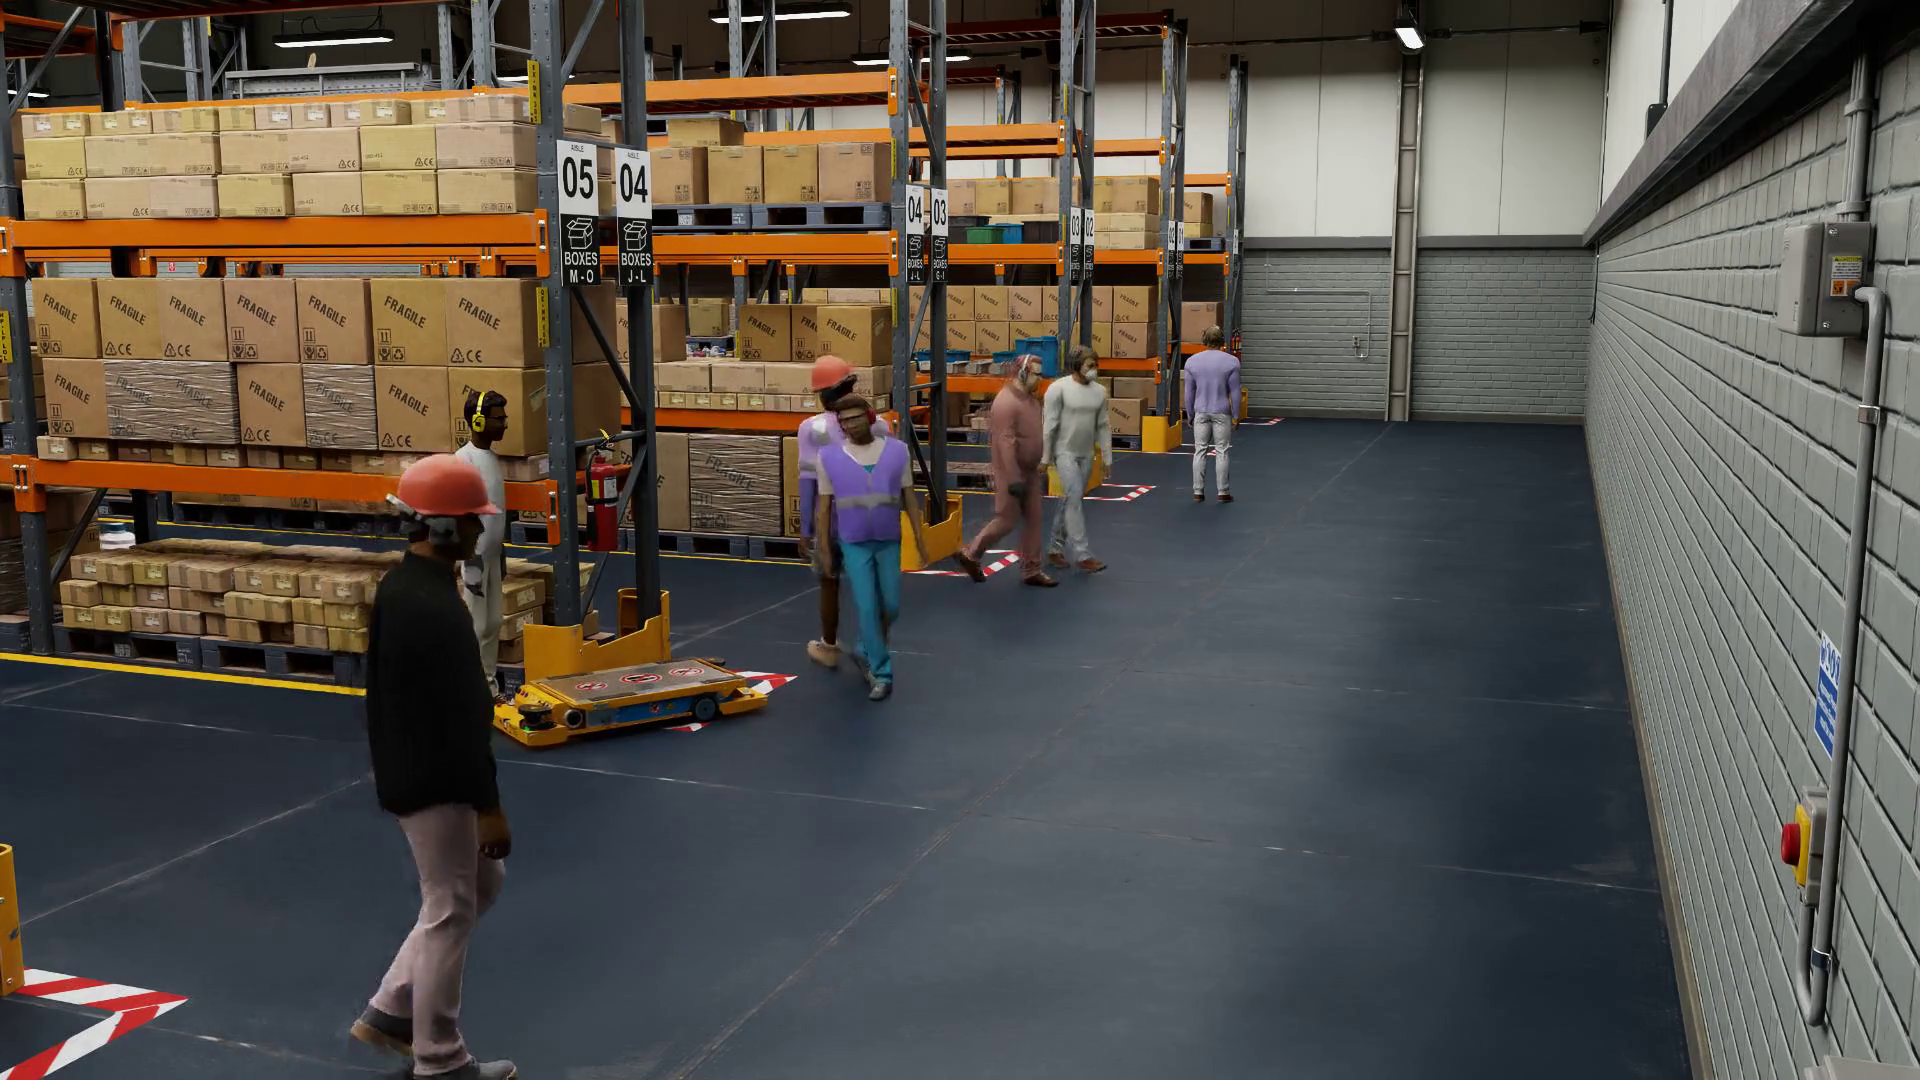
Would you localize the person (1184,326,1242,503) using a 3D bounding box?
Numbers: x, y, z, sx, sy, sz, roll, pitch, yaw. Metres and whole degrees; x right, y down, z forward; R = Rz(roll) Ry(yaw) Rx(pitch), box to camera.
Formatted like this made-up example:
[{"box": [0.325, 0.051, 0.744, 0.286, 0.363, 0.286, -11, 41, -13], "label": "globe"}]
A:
[{"box": [2.758, -1.363, 18.148, 0.629, 1.940, 0.372, 4, 10, 21], "label": "person"}]

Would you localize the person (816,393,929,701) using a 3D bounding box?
[{"box": [-0.529, 0.024, 9.894, 0.638, 1.805, 0.582, -3, 10, -18], "label": "person"}]

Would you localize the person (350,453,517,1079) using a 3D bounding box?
[{"box": [-1.546, 0.726, 5.007, 0.427, 1.978, 0.616, -5, 10, -26], "label": "person"}]

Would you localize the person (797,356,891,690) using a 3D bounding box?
[{"box": [-0.702, -0.125, 10.210, 0.699, 1.993, 0.961, -4, 10, -22], "label": "person"}]

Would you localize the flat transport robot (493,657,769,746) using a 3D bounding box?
[{"box": [-1.860, 0.882, 9.322, 1.431, 0.197, 0.652, -6, 11, -35], "label": "flat transport robot"}]

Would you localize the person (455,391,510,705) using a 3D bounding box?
[{"box": [-2.650, 0.100, 9.273, 0.325, 1.860, 0.515, 1, 9, 7], "label": "person"}]

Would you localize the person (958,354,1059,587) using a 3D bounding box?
[{"box": [0.383, -0.556, 13.289, 0.755, 1.876, 0.656, 5, 10, 29], "label": "person"}]

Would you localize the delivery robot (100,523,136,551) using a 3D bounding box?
[{"box": [-6.552, 0.110, 12.968, 0.707, 0.478, 0.477, 4, 10, 21], "label": "delivery robot"}]

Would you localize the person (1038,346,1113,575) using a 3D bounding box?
[{"box": [1.045, -0.658, 13.869, 0.639, 1.893, 0.967, -7, 11, -36], "label": "person"}]
